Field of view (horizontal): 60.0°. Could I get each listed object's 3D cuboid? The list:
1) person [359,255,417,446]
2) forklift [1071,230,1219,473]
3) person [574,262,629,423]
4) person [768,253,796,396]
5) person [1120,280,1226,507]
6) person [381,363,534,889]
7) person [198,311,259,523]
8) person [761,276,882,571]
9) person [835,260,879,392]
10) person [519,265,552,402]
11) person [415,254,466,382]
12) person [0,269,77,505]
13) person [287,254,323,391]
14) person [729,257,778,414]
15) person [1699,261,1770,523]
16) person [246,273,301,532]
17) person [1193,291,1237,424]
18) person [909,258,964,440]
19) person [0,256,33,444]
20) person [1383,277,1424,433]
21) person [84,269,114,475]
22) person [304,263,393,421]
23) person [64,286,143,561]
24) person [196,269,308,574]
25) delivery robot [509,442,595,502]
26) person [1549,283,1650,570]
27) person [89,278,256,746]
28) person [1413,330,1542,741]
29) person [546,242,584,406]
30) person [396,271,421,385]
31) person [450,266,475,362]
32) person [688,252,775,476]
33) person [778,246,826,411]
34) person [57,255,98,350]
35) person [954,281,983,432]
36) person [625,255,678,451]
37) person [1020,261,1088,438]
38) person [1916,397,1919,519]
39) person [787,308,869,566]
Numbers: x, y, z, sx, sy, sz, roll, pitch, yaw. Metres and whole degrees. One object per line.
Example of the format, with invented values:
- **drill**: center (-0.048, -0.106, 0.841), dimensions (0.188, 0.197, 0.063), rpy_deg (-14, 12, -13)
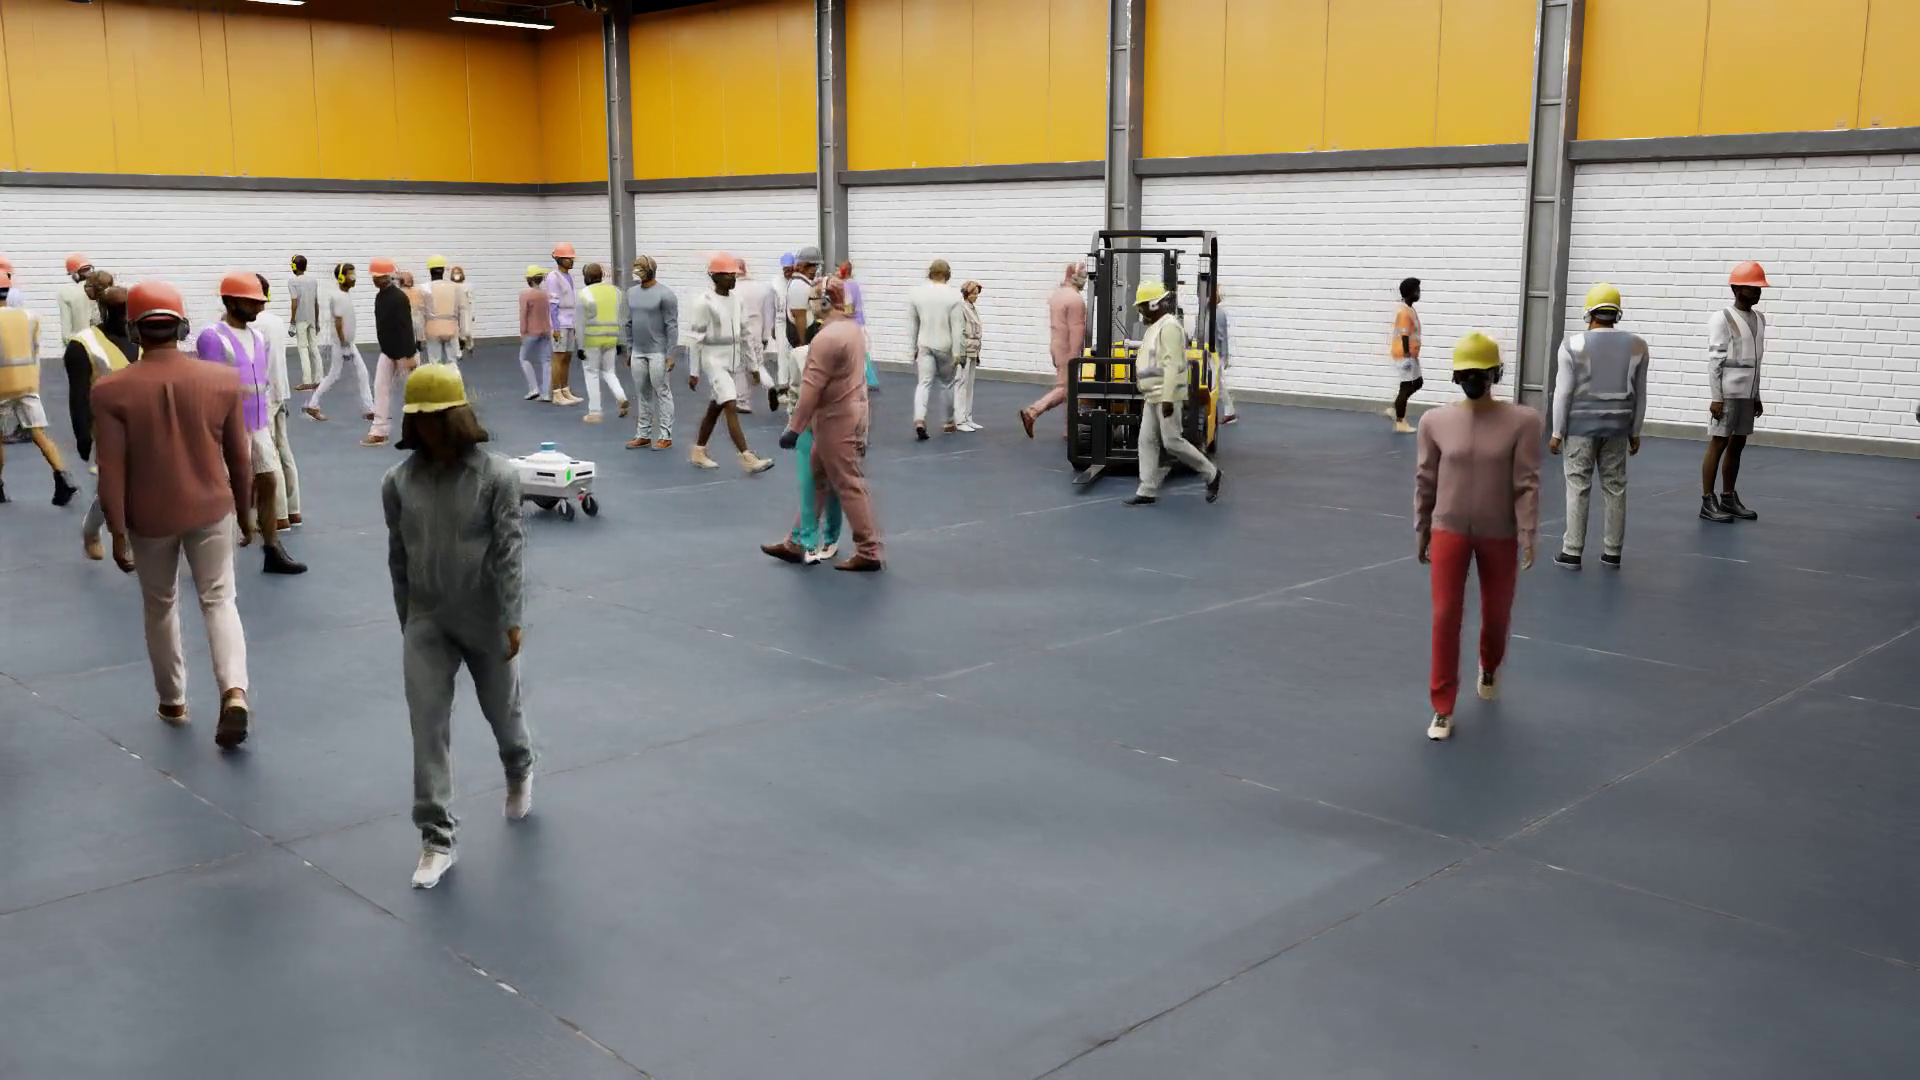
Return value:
- **person**: center (-5.719, -1.949, 17.077), dimensions (0.672, 1.943, 0.972), rpy_deg (9, 14, 40)
- **forklift**: center (1.804, -1.825, 15.677), dimensions (1.214, 2.155, 2.313), rpy_deg (2, 11, 13)
- **person**: center (-4.084, -2.234, 18.886), dimensions (0.524, 1.828, 0.632), rpy_deg (10, 14, 42)
- **person**: center (-2.264, -2.889, 22.290), dimensions (0.620, 1.894, 0.999), rpy_deg (0, 10, -1)
- **person**: center (1.677, -1.135, 13.040), dimensions (0.771, 1.786, 0.664), rpy_deg (-2, 11, -10)
- **person**: center (-1.717, 0.237, 5.729), dimensions (0.485, 1.713, 0.831), rpy_deg (-1, 10, -3)
- **person**: center (-5.290, -0.886, 12.178), dimensions (0.515, 1.595, 0.590), rpy_deg (-2, 11, -13)
- **person**: center (-0.889, -0.730, 10.586), dimensions (0.863, 1.869, 0.647), rpy_deg (2, 11, 9)
- **person**: center (-1.559, -2.904, 22.662), dimensions (0.979, 1.787, 0.583), rpy_deg (2, 11, 9)
- **person**: center (-5.447, -2.645, 21.333), dimensions (0.489, 1.747, 0.555), rpy_deg (10, 14, 43)
- **person**: center (-6.282, -2.502, 20.140), dimensions (0.595, 1.910, 0.523), rpy_deg (-9, 14, -39)
- **person**: center (-7.450, -1.207, 13.138), dimensions (0.951, 1.903, 0.554), rpy_deg (6, 12, 29)
- **person**: center (-9.041, -2.991, 22.922), dimensions (0.310, 1.868, 0.532), rpy_deg (5, 11, 24)
- **person**: center (-2.506, -2.406, 19.716), dimensions (0.648, 1.871, 0.731), rpy_deg (-9, 14, -40)
- **person**: center (5.810, -1.101, 12.430), dimensions (0.544, 1.939, 0.354), rpy_deg (-6, 12, -30)
- **person**: center (-5.015, -0.985, 11.999), dimensions (0.327, 1.865, 0.514), rpy_deg (1, 10, 4)
- **person**: center (2.793, -2.060, 18.615), dimensions (0.871, 1.585, 0.524), rpy_deg (-5, 11, -24)
- **person**: center (-0.276, -2.007, 17.507), dimensions (0.647, 1.903, 0.984), rpy_deg (4, 11, 19)
- **person**: center (-9.769, -1.944, 17.105), dimensions (0.380, 1.919, 0.572), rpy_deg (-6, 12, -30)
- **person**: center (4.840, -1.988, 17.953), dimensions (0.369, 1.683, 0.560), rpy_deg (4, 11, 19)
- **person**: center (-7.519, -1.482, 14.786), dimensions (0.509, 1.835, 0.529), rpy_deg (-2, 11, -10)
- **person**: center (-7.110, -2.263, 19.086), dimensions (0.964, 1.831, 0.540), rpy_deg (0, 10, 1)
- **person**: center (-5.298, -0.691, 10.516), dimensions (0.632, 1.827, 0.631), rpy_deg (7, 12, 33)
- **person**: center (-4.519, -0.723, 10.404), dimensions (0.691, 1.921, 0.594), rpy_deg (3, 11, 17)
- **delivery robot**: center (-3.131, -0.501, 12.672), dimensions (0.707, 0.478, 0.477), rpy_deg (5, 12, 28)
- **person**: center (4.065, -0.720, 10.639), dimensions (0.600, 1.829, 0.404), rpy_deg (0, 10, -2)
- **person**: center (-3.275, -0.116, 7.005), dimensions (0.619, 1.965, 0.937), rpy_deg (-6, 12, -31)
- **person**: center (2.239, -0.048, 7.230), dimensions (0.527, 1.740, 0.740), rpy_deg (4, 11, 19)
- **person**: center (-4.950, -2.708, 20.903), dimensions (0.397, 2.043, 0.609), rpy_deg (2, 11, 11)
- **person**: center (-7.848, -2.995, 23.607), dimensions (0.385, 1.623, 0.538), rpy_deg (4, 11, 19)
- **person**: center (-8.461, -3.821, 28.131), dimensions (0.509, 1.624, 0.391), rpy_deg (-1, 10, -5)
- **person**: center (-2.091, -1.573, 14.885), dimensions (1.099, 1.980, 0.627), rpy_deg (7, 12, 33)
- **person**: center (-1.711, -2.302, 18.699), dimensions (0.595, 2.000, 0.700), rpy_deg (0, 10, 2)
- **person**: center (-9.343, -2.106, 17.956), dimensions (0.630, 1.933, 1.053), rpy_deg (-5, 12, -27)
- **person**: center (0.083, -2.006, 18.183), dimensions (0.311, 1.639, 0.513), rpy_deg (4, 11, 18)
- **person**: center (-3.074, -1.852, 16.534), dimensions (0.627, 1.936, 0.376), rpy_deg (6, 12, 31)
- **person**: center (1.033, -1.937, 17.168), dimensions (0.799, 1.874, 0.643), rpy_deg (-3, 11, -16)
- **person**: center (7.344, -1.072, 12.389), dimensions (0.679, 1.886, 0.501), rpy_deg (-8, 13, -37)
- **person**: center (-0.857, -0.680, 10.706), dimensions (0.545, 1.712, 0.807), rpy_deg (1, 10, 5)
